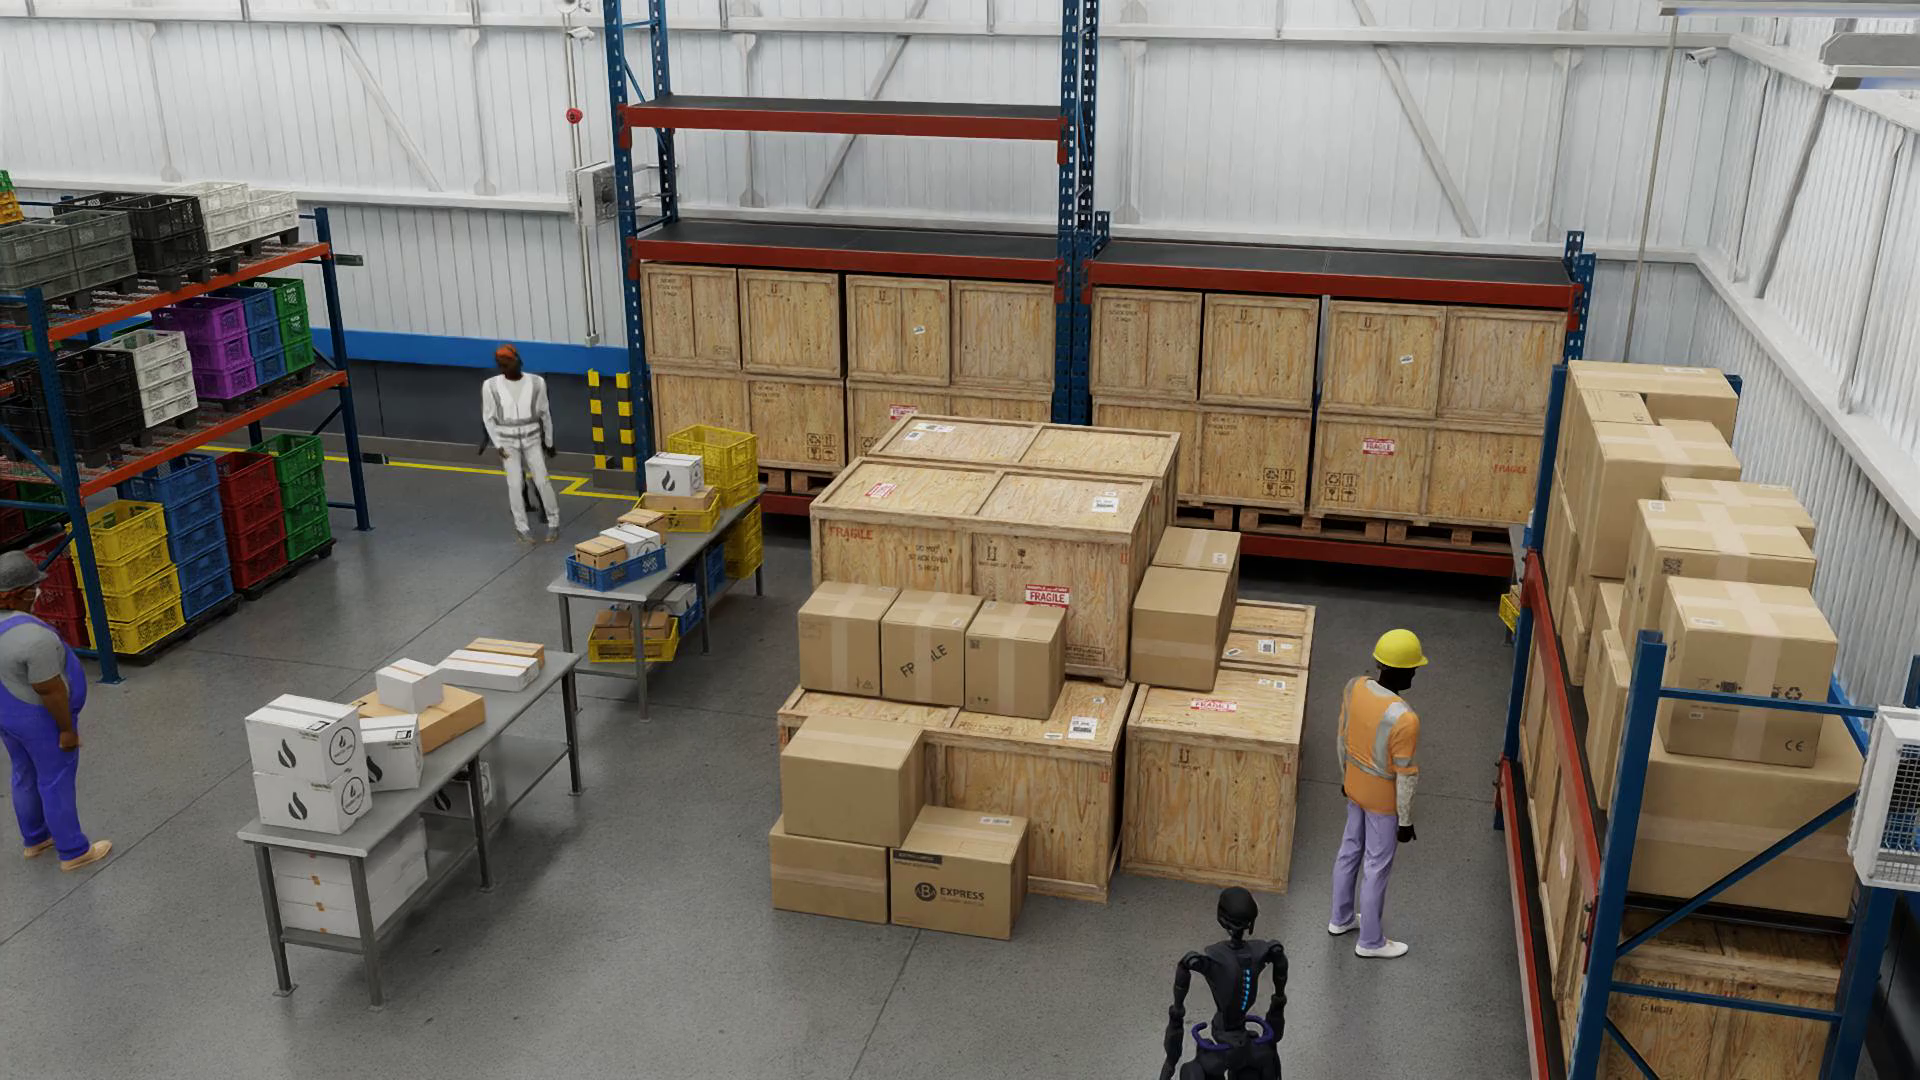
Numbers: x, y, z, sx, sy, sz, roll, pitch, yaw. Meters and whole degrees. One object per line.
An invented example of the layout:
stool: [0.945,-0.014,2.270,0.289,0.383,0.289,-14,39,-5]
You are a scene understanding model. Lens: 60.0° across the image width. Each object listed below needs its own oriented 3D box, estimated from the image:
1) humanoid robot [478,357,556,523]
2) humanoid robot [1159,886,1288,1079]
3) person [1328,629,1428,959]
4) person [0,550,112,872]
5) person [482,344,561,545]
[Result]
humanoid robot: [-4.152,-0.970,15.629,0.664,1.640,0.514,5,22,14]
humanoid robot: [1.148,2.243,7.205,0.570,1.651,0.335,-6,22,-15]
person: [2.302,1.377,9.122,0.381,1.924,0.592,-9,23,-22]
person: [-5.486,1.005,9.939,0.679,2.000,0.536,11,24,27]
person: [-3.969,-0.849,15.040,0.601,1.858,0.510,-6,22,-16]
